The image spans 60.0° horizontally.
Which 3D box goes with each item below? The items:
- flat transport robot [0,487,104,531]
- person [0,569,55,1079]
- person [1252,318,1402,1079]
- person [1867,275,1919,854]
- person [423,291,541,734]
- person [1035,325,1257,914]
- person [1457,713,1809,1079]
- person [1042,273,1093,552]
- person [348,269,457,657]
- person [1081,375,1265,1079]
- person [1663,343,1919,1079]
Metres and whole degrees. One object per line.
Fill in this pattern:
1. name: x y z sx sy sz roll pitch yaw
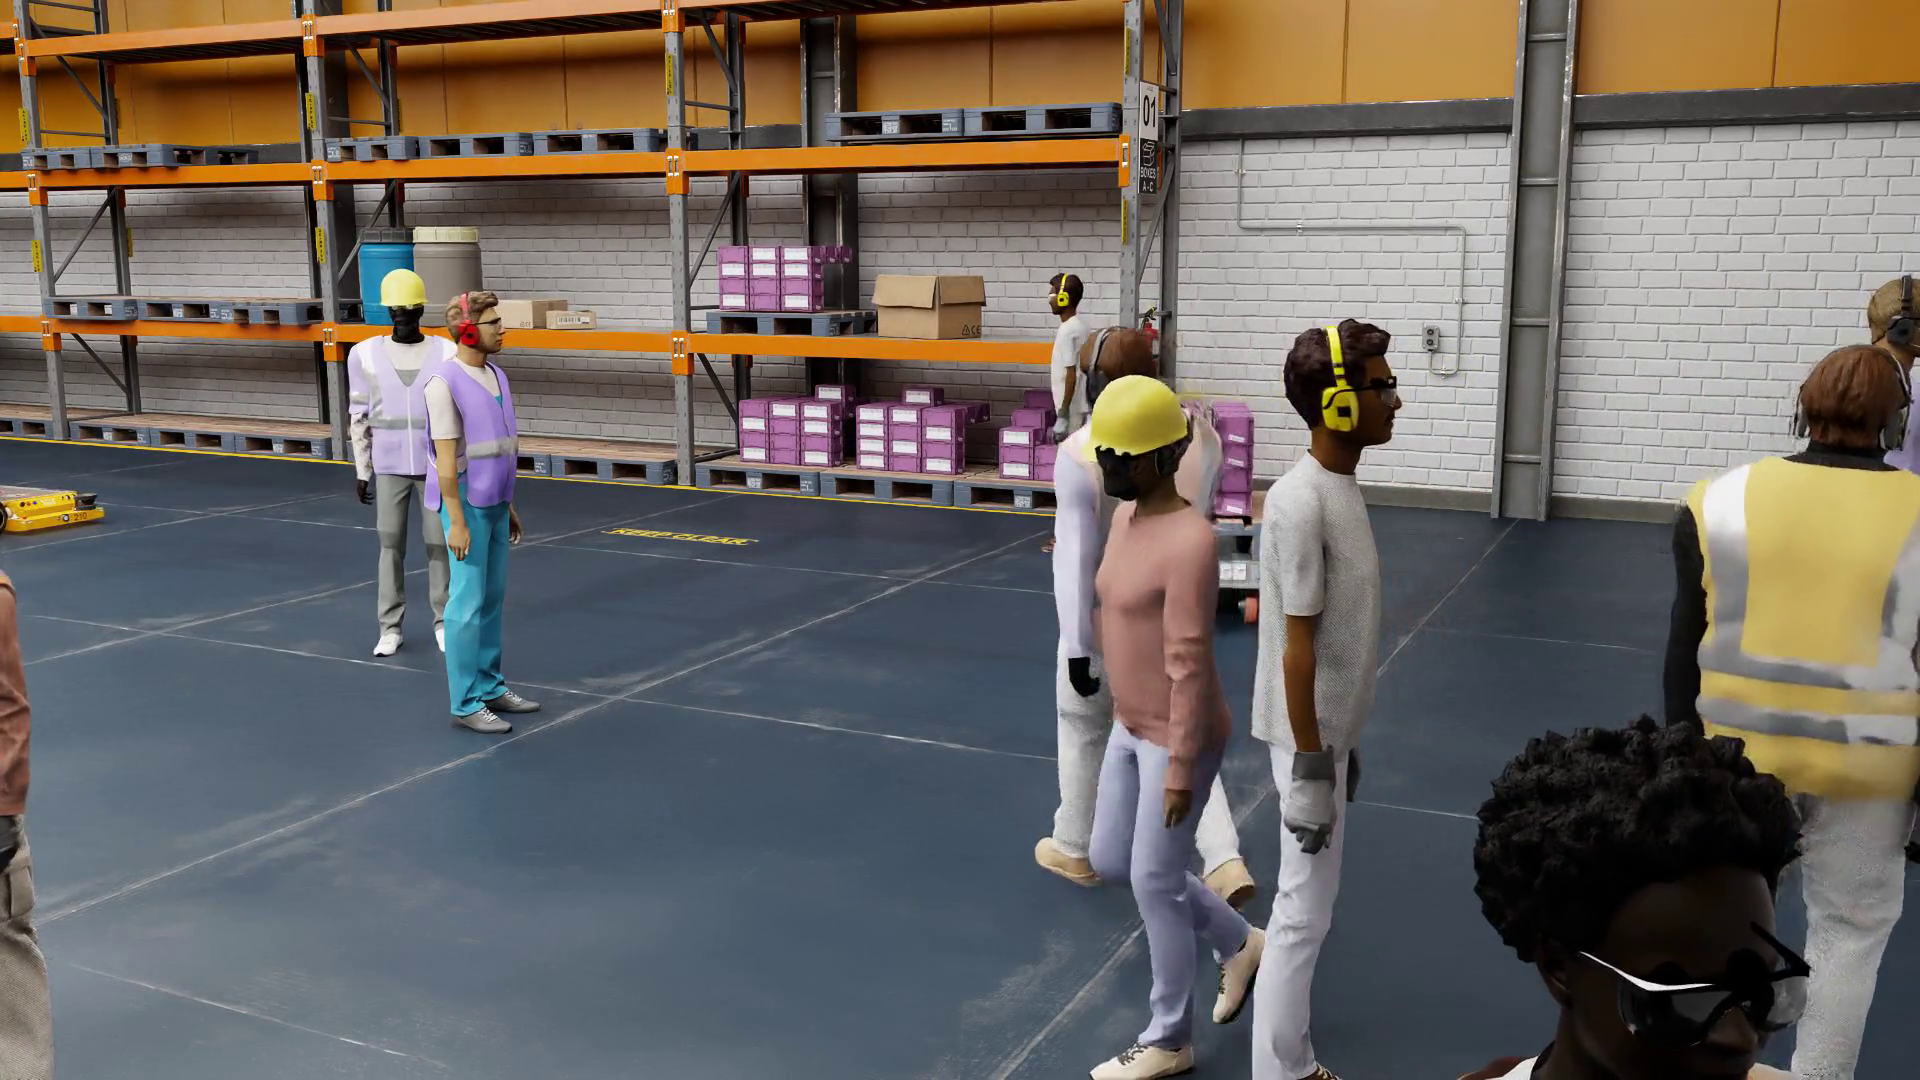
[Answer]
1. flat transport robot: -7.131 -0.250 12.305 1.431 0.197 0.652 4 11 22
2. person: -2.229 0.579 3.639 0.512 1.642 0.312 4 11 24
3. person: 0.816 0.456 3.689 0.323 1.872 0.528 3 10 18
4. person: 3.094 0.077 5.662 0.352 1.937 0.635 3 10 16
5. person: -2.051 -0.121 7.049 0.389 1.850 0.566 1 10 8
6. person: 0.559 0.254 5.049 0.610 1.806 0.894 -5 11 -27
7. person: 0.470 0.957 1.314 0.534 1.697 0.322 -3 10 -19
8. person: 0.727 -0.844 11.137 0.310 1.868 0.534 3 10 16
9. person: -2.727 -0.381 8.313 0.589 1.928 0.386 -3 10 -15
10. person: 0.526 0.464 4.025 0.522 1.735 0.567 -3 10 -16
11. person: 1.832 0.494 3.595 0.634 1.828 0.611 7 12 34
